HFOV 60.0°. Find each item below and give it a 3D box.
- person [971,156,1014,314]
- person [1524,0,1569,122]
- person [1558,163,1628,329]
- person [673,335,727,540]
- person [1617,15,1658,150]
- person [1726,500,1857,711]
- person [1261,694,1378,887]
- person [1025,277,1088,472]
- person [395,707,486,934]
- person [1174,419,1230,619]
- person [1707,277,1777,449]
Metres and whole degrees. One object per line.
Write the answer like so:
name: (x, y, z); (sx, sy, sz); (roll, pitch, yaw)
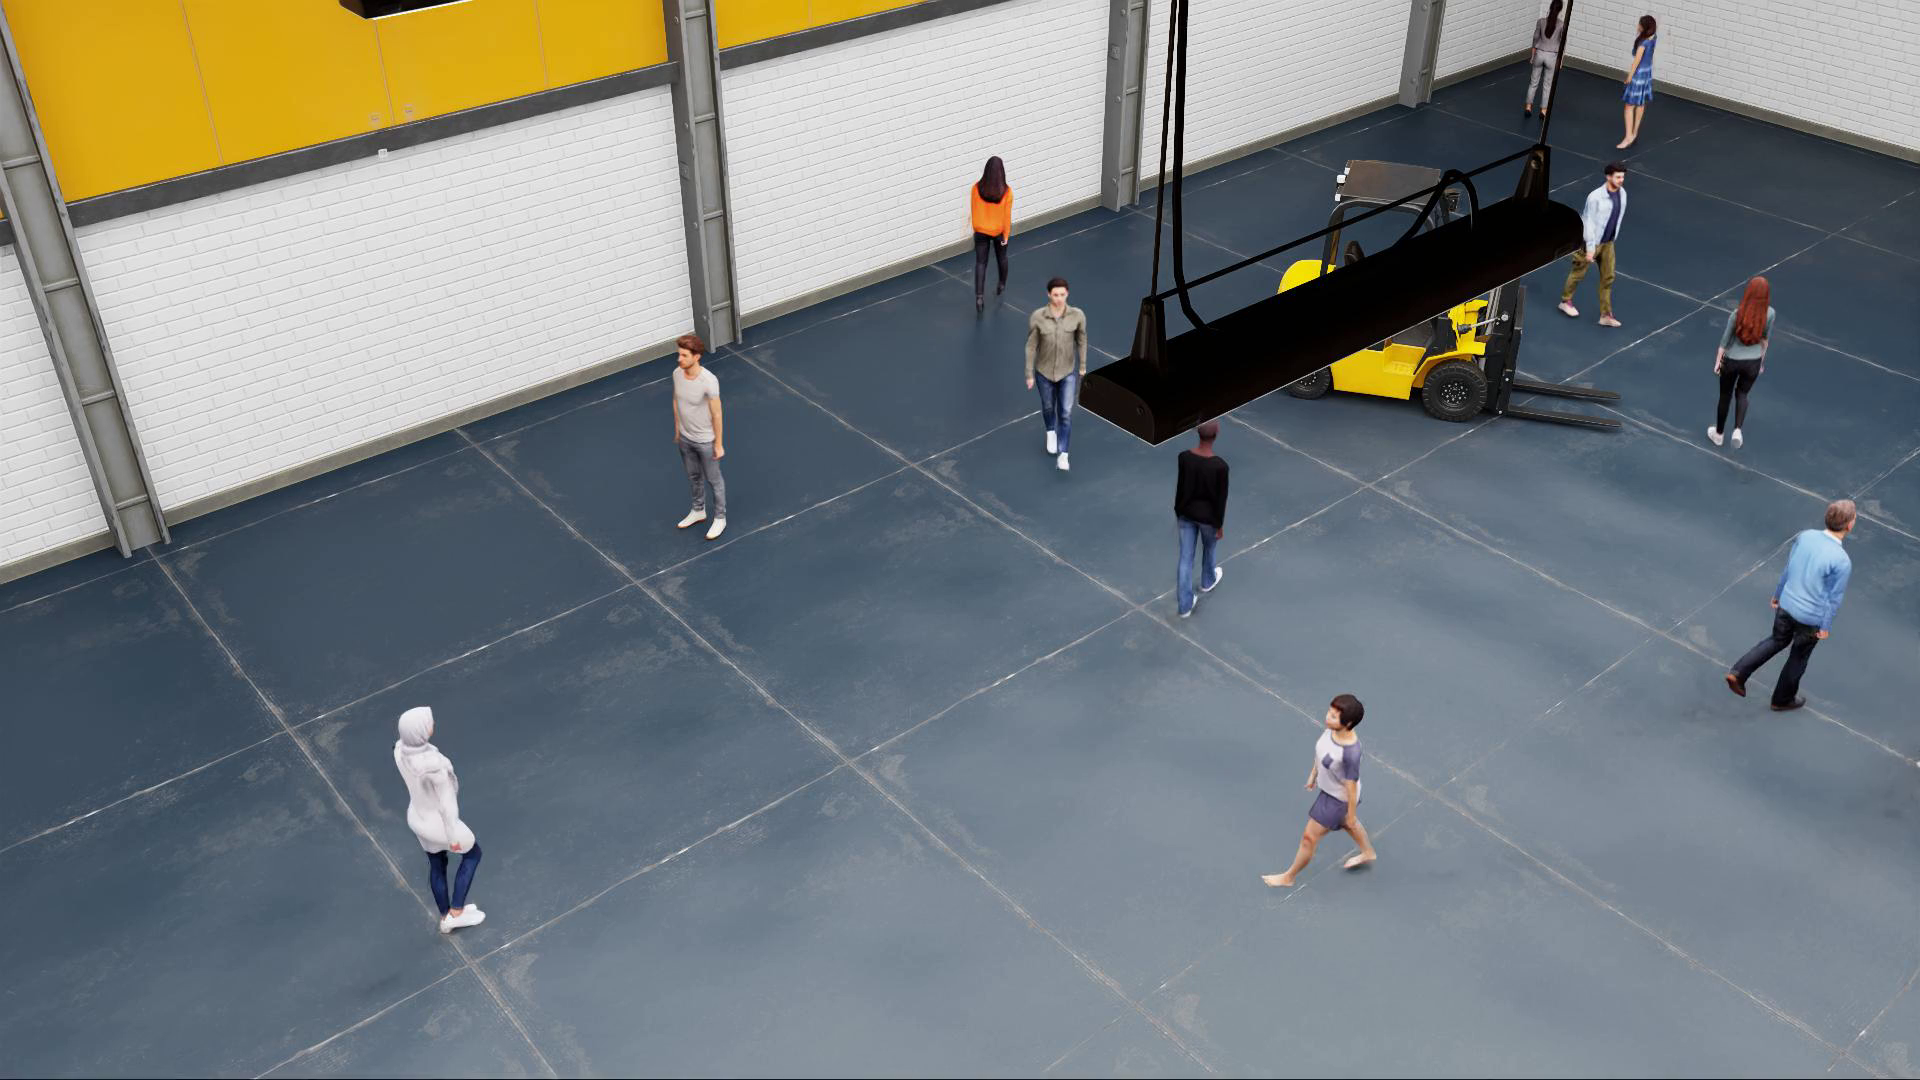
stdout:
person: (0.303, -3.291, 18.038); (1.055, 1.713, 1.135); (5, 34, 7)
person: (8.168, -6.693, 23.189); (0.673, 1.678, 0.650); (23, 40, 31)
person: (6.769, -3.209, 17.856); (1.083, 1.778, 0.963); (-11, 35, -16)
person: (-2.234, -0.911, 14.291); (0.719, 1.898, 0.664); (20, 39, 27)
person: (9.143, -6.168, 22.307); (0.623, 1.779, 0.864); (-24, 40, -31)
person: (6.130, 0.519, 12.235); (1.040, 1.792, 0.882); (-8, 34, -11)
person: (2.517, 1.633, 10.806); (1.110, 1.520, 0.948); (-3, 34, -5)
person: (0.884, -1.596, 15.387); (1.170, 1.825, 1.208); (1, 34, 1)
person: (-3.328, 1.798, 10.333); (0.664, 1.767, 0.641); (22, 40, 30)
person: (1.875, -0.142, 13.290); (0.845, 1.725, 1.031); (16, 37, 22)
person: (7.283, -1.588, 15.459); (0.895, 1.732, 0.965); (4, 34, 6)
